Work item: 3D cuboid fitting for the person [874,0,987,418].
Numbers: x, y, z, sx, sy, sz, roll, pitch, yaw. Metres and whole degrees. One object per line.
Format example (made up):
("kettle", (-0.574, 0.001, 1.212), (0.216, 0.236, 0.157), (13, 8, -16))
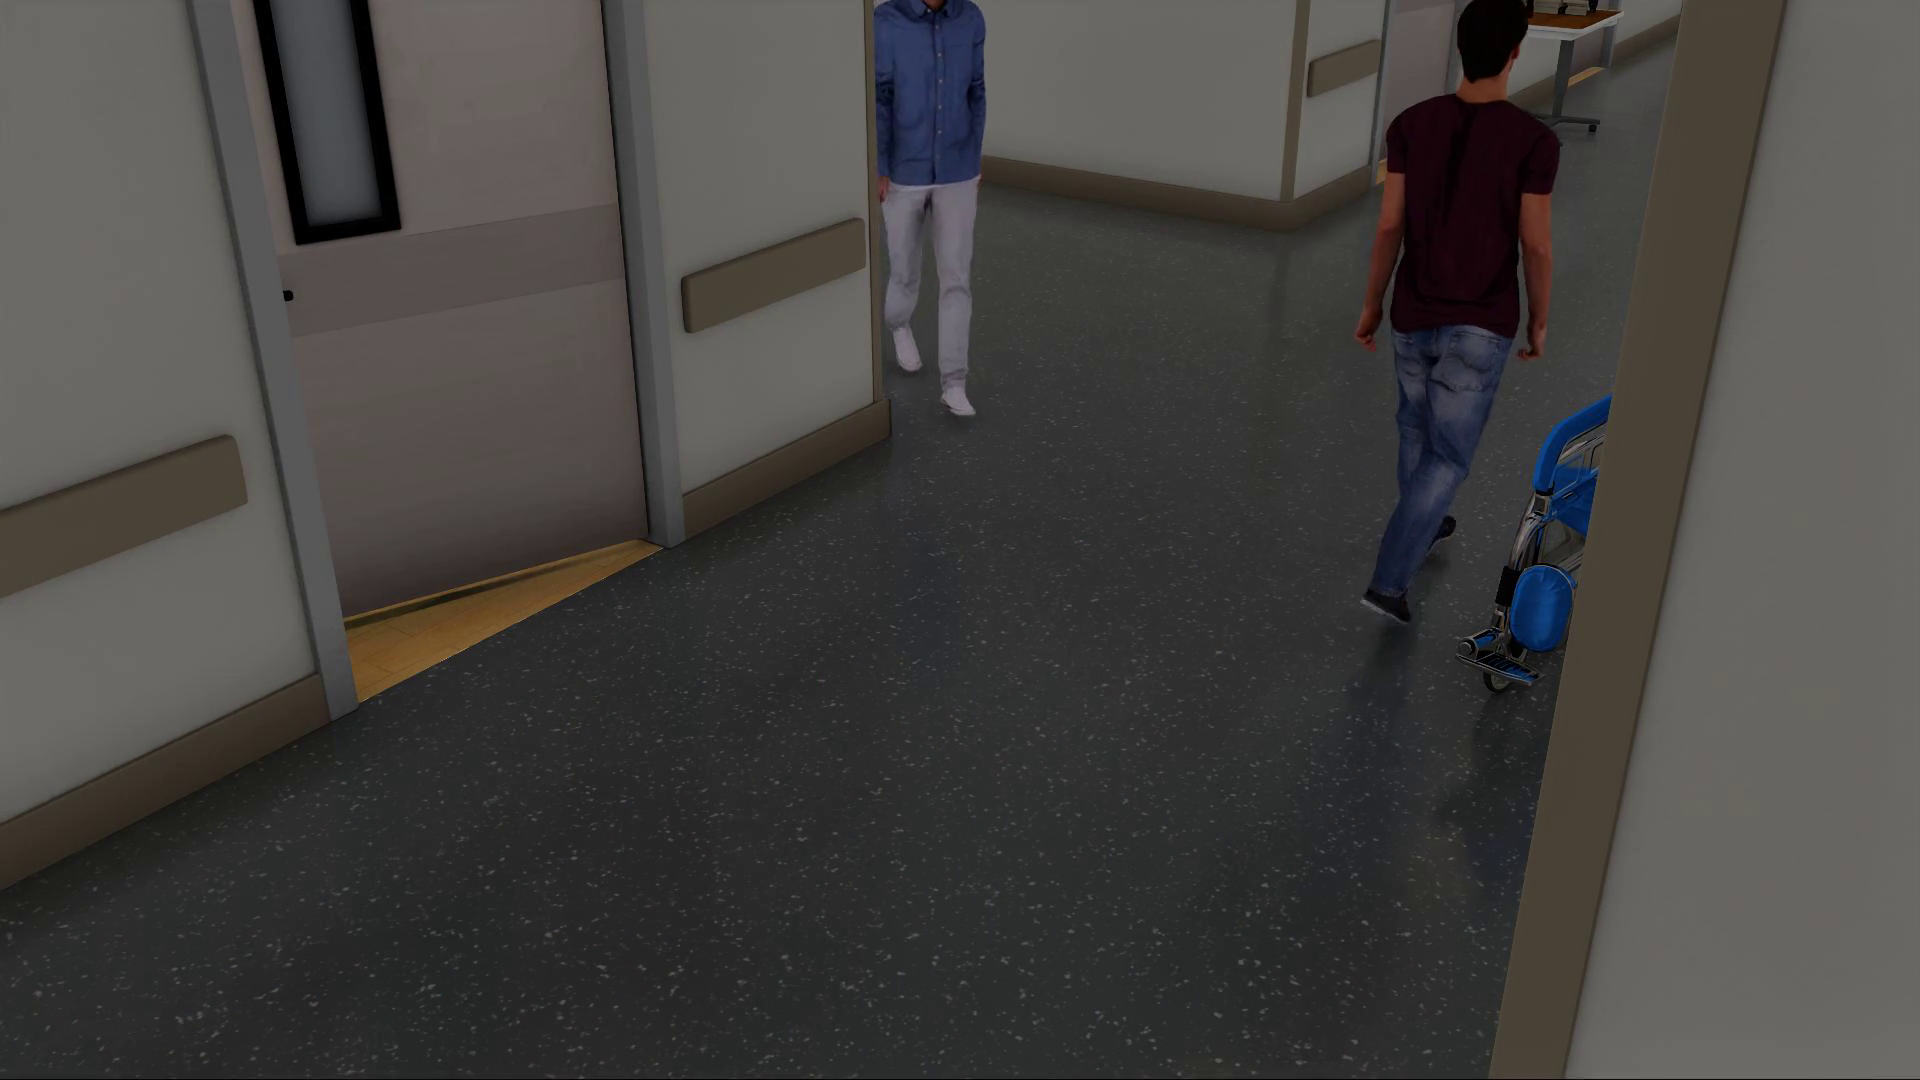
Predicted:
("person", (-0.152, -1.484, 6.619), (1.174, 1.861, 1.201), (-6, 26, -12))

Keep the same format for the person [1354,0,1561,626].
("person", (1.408, -0.618, 4.874), (0.703, 1.817, 1.154), (19, 31, 33))
